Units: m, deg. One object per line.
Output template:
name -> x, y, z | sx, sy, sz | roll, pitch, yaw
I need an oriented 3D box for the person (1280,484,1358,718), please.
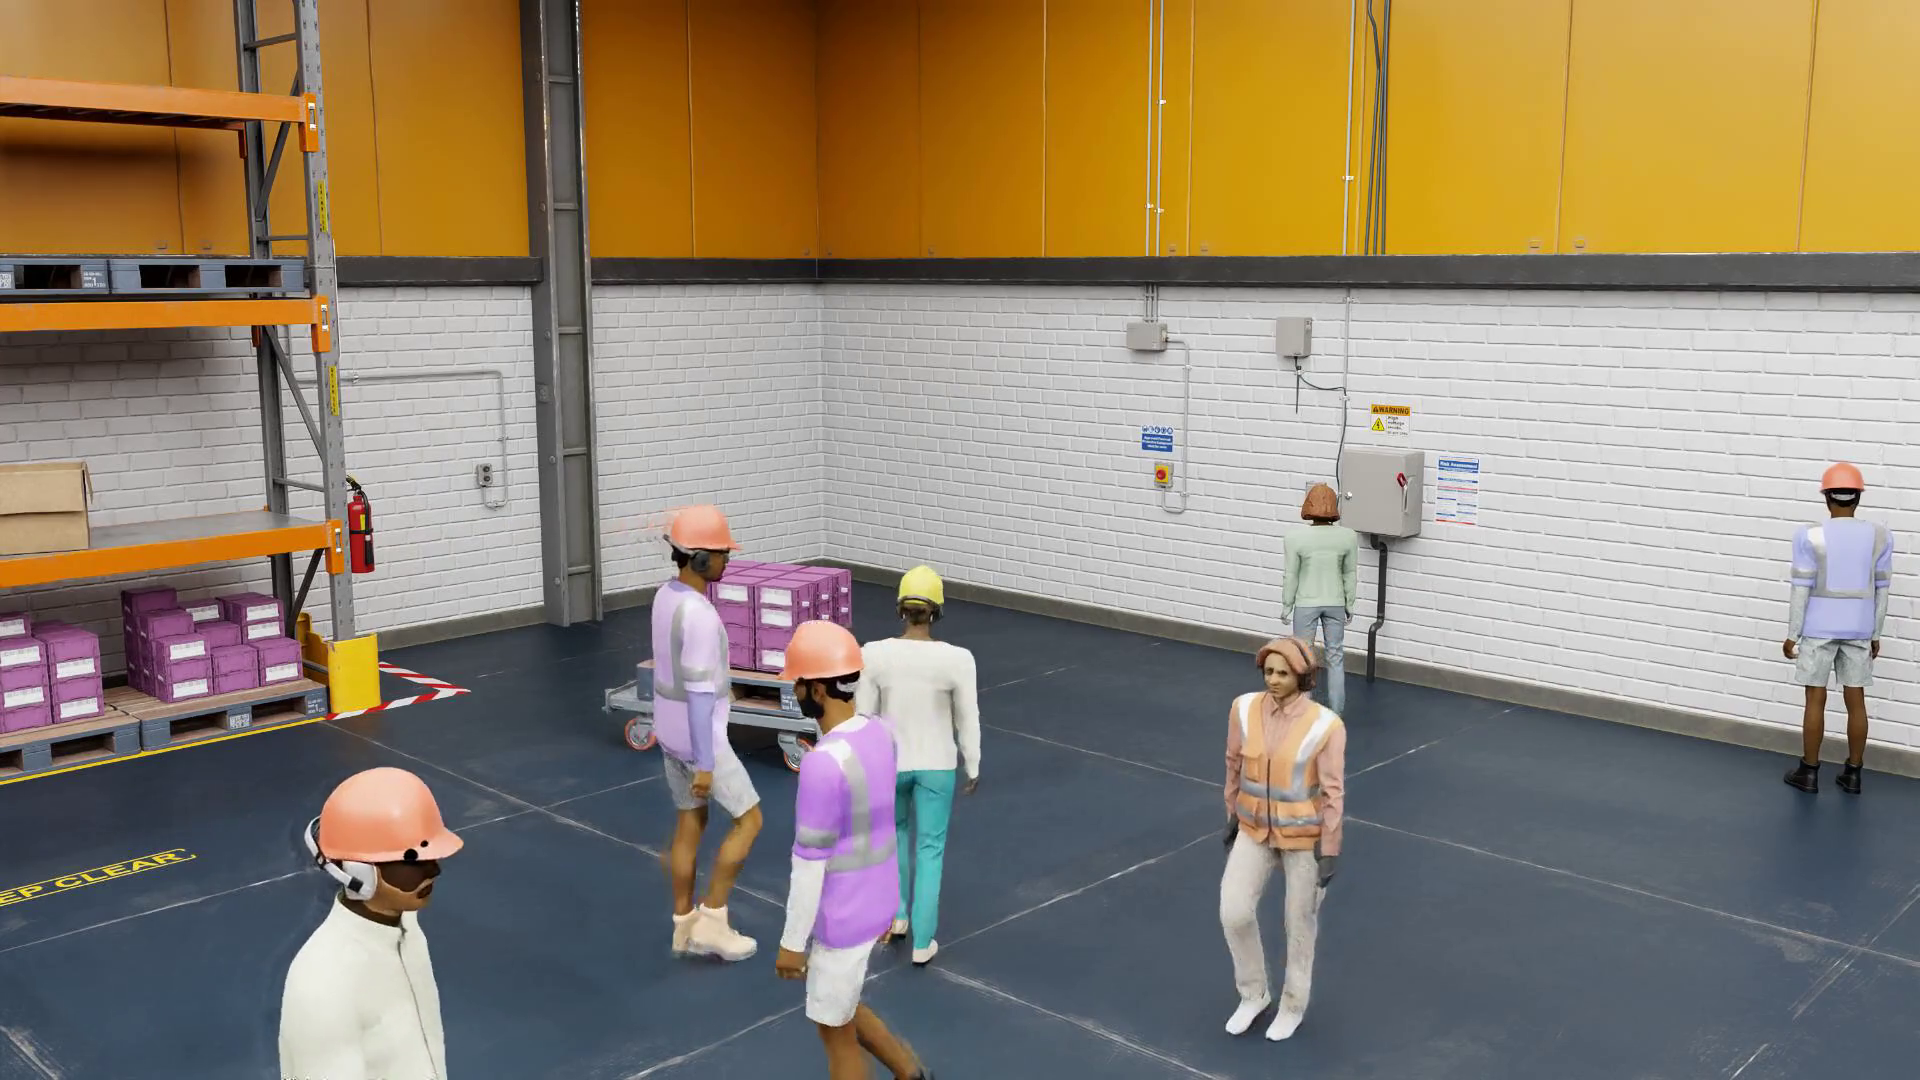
person -> 2.353, 0.447, 10.928 | 0.501, 1.633, 0.279 | -1, 9, -5

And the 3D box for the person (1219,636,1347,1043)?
person -> 1.228, 1.176, 6.463 | 0.547, 1.619, 0.456 | 7, 12, 38

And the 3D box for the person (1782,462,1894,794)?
person -> 5.054, 0.514, 9.627 | 0.543, 1.927, 0.384 | 1, 9, 8

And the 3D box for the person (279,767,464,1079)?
person -> -1.243, 1.462, 3.751 | 1.002, 1.939, 0.657 | 0, 9, 1

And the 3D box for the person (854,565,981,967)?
person -> -0.181, 0.975, 7.324 | 0.554, 1.747, 0.516 | 1, 9, 7

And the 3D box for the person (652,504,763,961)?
person -> -1.087, 0.844, 7.287 | 0.492, 2.024, 0.625 | -5, 11, -29

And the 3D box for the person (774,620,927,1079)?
person -> -0.360, 1.208, 5.423 | 0.503, 1.917, 0.539 | 2, 10, 15
